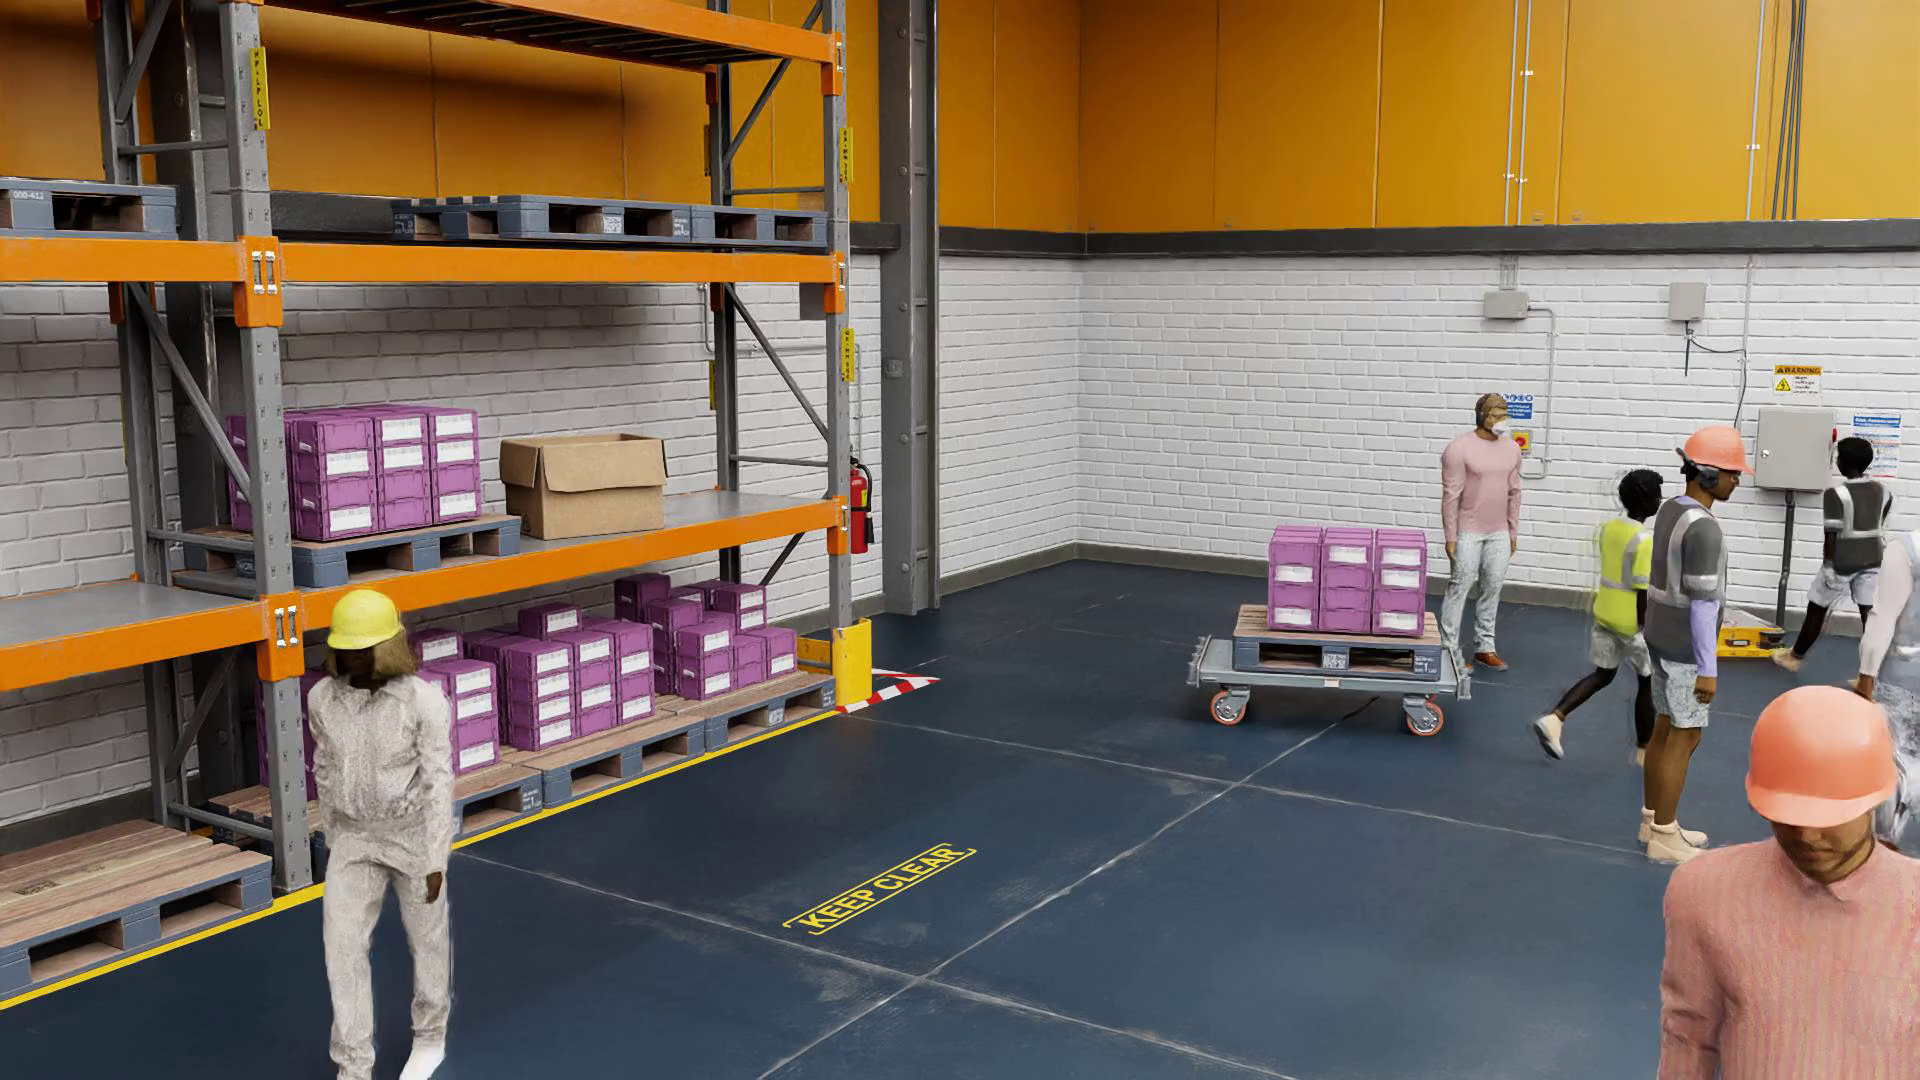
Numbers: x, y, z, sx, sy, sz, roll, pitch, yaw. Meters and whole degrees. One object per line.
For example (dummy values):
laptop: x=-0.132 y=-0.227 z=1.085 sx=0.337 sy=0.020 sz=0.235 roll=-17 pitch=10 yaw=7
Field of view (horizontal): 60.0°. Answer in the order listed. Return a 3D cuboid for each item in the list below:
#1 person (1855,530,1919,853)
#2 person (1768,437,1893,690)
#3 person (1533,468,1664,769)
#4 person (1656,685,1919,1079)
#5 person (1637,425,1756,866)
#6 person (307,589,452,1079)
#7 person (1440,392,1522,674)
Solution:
person: x=4.278 y=0.582 z=7.381 sx=0.628 sy=1.902 sz=0.676 roll=-3 pitch=9 yaw=-19
person: x=5.824 y=0.143 z=11.001 sx=0.548 sy=1.655 sz=0.830 roll=-2 pitch=9 yaw=-13
person: x=3.566 y=0.435 z=9.068 sx=0.736 sy=1.675 sz=0.530 roll=-2 pitch=9 yaw=-10
person: x=1.676 y=1.204 z=3.151 sx=0.662 sy=1.958 sz=0.744 roll=7 pitch=11 yaw=39
person: x=3.349 y=0.489 z=7.595 sx=0.410 sy=2.029 sz=0.612 roll=1 pitch=9 yaw=8
person: x=-1.853 y=0.993 z=5.308 sx=0.501 sy=1.703 sz=0.724 roll=1 pitch=9 yaw=5
person: x=3.565 y=-0.046 z=11.394 sx=0.634 sy=1.932 sz=0.366 roll=-3 pitch=9 yaw=-21
